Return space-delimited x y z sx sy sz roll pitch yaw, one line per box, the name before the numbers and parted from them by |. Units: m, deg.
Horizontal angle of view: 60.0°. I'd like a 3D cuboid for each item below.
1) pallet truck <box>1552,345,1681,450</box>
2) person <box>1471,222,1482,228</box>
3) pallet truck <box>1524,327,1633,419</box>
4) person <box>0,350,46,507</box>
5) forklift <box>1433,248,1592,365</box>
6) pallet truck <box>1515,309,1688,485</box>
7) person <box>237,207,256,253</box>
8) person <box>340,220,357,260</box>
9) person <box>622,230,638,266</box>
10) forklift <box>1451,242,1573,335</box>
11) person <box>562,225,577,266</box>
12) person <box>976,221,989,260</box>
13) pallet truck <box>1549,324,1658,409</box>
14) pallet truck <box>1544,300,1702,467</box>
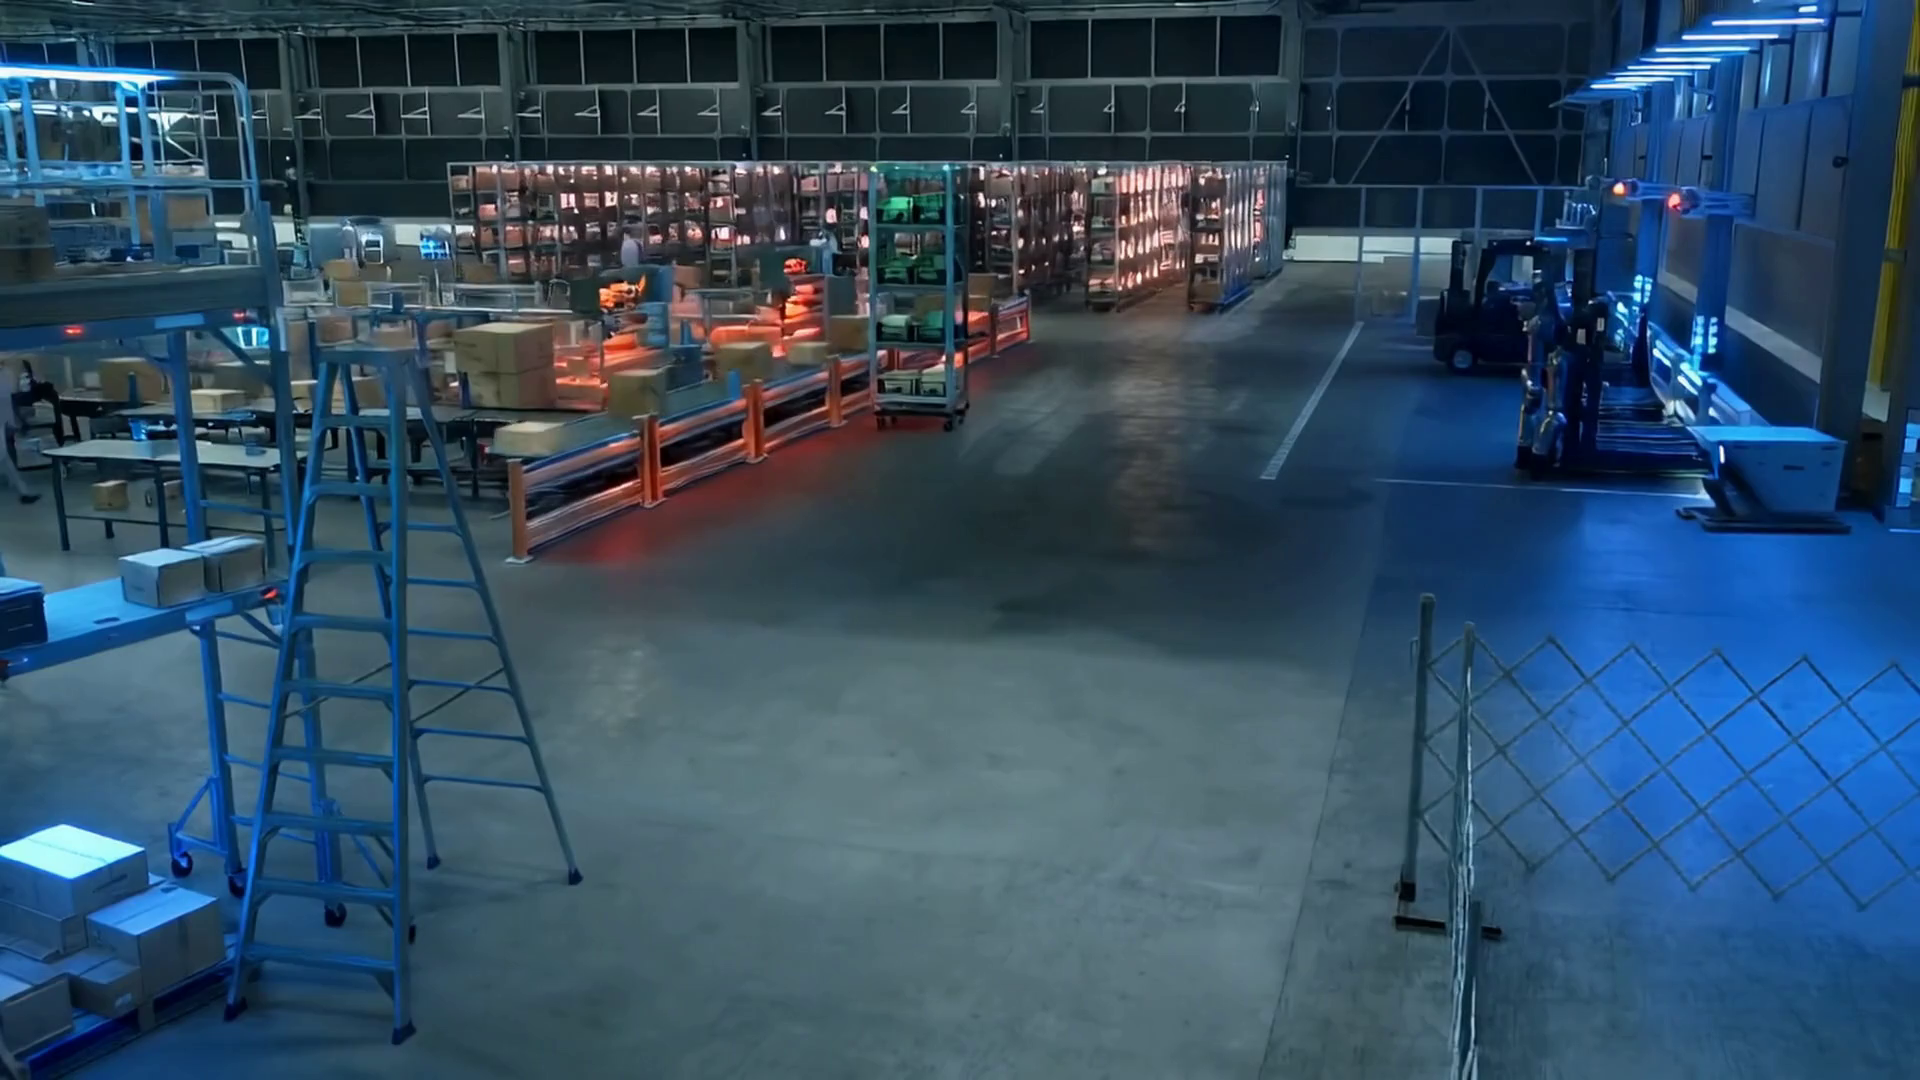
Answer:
pallet truck | 8.641 -1.896 21.908 1.630 1.274 0.653 4 14 16
person | 14.224 -7.821 46.024 0.401 1.987 0.609 5 14 22
pallet truck | 9.065 -2.460 24.370 1.522 1.261 0.704 3 13 14
person | -10.393 -1.261 18.059 1.003 1.808 0.544 4 14 16
forklift | 9.780 -4.111 29.280 2.680 1.987 1.157 3 13 14
pallet truck | 7.554 -1.677 19.446 1.885 1.965 0.823 3 13 14
person | -26.848 -11.597 62.628 0.656 1.860 0.981 -8 15 -30
person | -19.530 -9.339 53.079 0.345 1.746 0.573 8 15 32
person | -8.468 -7.093 43.108 0.921 1.877 0.627 4 14 15
forklift | 10.464 -4.597 31.405 2.680 1.987 1.157 4 14 16
person | -12.067 -8.845 50.824 0.936 1.797 0.595 0 13 0
person | 0.718 -10.505 57.993 0.777 1.809 0.599 1 13 6
pallet truck | 9.824 -2.669 25.407 1.601 1.201 0.680 4 14 16
pallet truck | 8.263 -1.952 20.631 1.885 1.965 0.823 5 14 20
